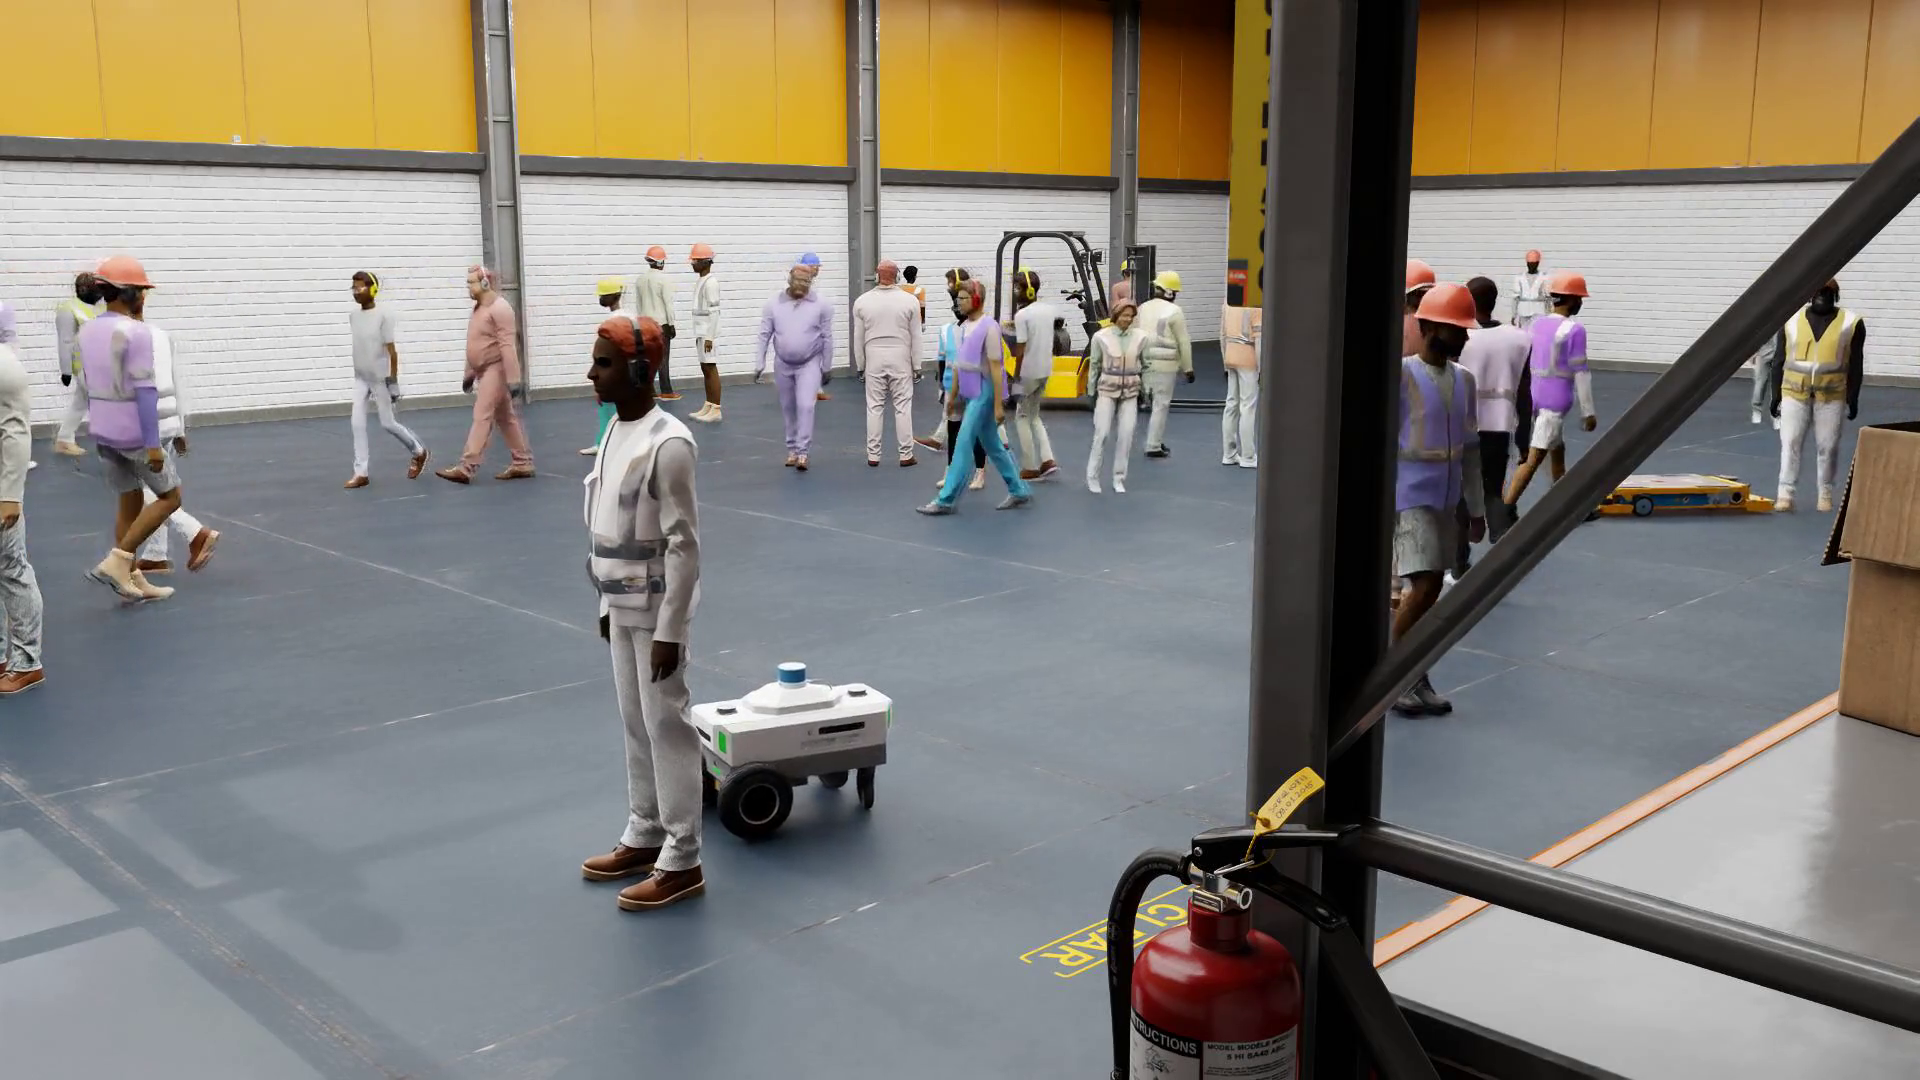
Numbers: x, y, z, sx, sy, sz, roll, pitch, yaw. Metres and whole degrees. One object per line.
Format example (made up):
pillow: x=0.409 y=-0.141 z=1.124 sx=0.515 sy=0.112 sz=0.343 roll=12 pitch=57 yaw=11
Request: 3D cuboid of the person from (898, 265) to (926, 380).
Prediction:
person: x=-0.741 y=-3.209 z=24.607 sx=0.532 sy=1.690 sz=0.322 roll=5 pitch=11 yaw=24

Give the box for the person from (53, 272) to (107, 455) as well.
person: x=-8.366 y=-1.672 z=15.988 sx=0.985 sy=1.795 sz=0.625 roll=1 pitch=10 yaw=5

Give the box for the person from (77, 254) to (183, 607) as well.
person: x=-4.748 y=-0.608 z=9.492 sx=0.638 sy=2.025 sz=0.480 roll=7 pitch=12 yaw=32

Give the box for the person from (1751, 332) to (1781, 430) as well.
person: x=9.096 y=-2.114 z=18.598 sx=0.498 sy=1.705 sz=0.886 roll=3 pitch=11 yaw=16

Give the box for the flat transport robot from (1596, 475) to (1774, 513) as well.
flat transport robot: x=5.487 y=-0.365 z=12.963 sx=1.431 sy=0.197 sz=0.652 roll=-1 pitch=10 yaw=-5

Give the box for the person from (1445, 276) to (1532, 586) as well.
person: x=3.134 y=-0.624 z=9.957 sx=0.629 sy=1.891 sz=0.572 roll=0 pitch=10 yaw=-1

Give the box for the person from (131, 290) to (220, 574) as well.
person: x=-4.972 y=-0.676 z=10.309 sx=0.633 sy=1.866 sz=0.593 roll=1 pitch=10 yaw=7

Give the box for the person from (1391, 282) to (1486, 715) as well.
person: x=2.093 y=-0.165 z=7.345 sx=0.581 sy=1.925 sz=0.436 roll=-7 pitch=12 yaw=-32

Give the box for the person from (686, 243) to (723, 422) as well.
person: x=-2.925 y=-2.369 z=19.057 sx=0.371 sy=2.044 sz=0.608 roll=-4 pitch=11 yaw=-21

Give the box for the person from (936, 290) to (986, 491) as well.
person: x=0.044 y=-1.259 z=13.945 sx=0.536 sy=1.696 sz=0.322 roll=6 pitch=12 yaw=29

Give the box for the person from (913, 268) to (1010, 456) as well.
person: x=0.029 y=-1.713 z=16.111 sx=0.992 sy=1.804 sz=0.549 roll=1 pitch=10 yaw=5

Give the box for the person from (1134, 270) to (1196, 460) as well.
person: x=1.976 y=-1.657 z=15.853 sx=0.596 sy=1.799 sz=0.585 roll=-7 pitch=12 yaw=-33

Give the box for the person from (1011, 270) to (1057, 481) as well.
person: x=0.632 y=-1.408 z=14.364 sx=0.443 sy=1.834 sz=0.575 roll=9 pitch=14 yaw=42

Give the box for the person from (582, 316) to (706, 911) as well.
person: x=-1.013 y=0.232 z=5.310 sx=0.355 sy=1.883 sz=0.572 roll=-6 pitch=12 yaw=-31

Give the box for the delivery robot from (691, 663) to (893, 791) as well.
delivery robot: x=-0.613 y=0.697 z=6.143 sx=0.707 sy=0.478 sz=0.477 roll=-6 pitch=12 yaw=-27

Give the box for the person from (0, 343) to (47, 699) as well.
person: x=-4.538 y=-0.232 z=7.705 sx=0.627 sy=1.934 sz=0.370 roll=6 pitch=12 yaw=29

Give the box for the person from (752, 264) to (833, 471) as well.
person: x=-1.520 y=-1.555 z=15.090 sx=0.682 sy=1.859 sz=0.906 roll=1 pitch=10 yaw=5

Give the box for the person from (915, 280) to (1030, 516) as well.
person: x=0.136 y=-1.088 z=12.760 sx=0.969 sy=1.801 sz=0.588 roll=-4 pitch=11 yaw=-19

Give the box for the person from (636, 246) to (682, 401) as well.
person: x=-3.916 y=-2.801 z=21.541 sx=0.609 sy=1.996 sz=0.383 roll=7 pitch=13 yaw=34

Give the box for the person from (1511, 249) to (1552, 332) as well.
person: x=8.564 y=-3.398 z=25.001 sx=0.551 sy=1.913 sz=0.699 roll=6 pitch=12 yaw=31

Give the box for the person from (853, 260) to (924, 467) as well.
person: x=-0.651 y=-1.622 z=15.360 sx=0.648 sy=1.906 sz=0.409 roll=1 pitch=10 yaw=5

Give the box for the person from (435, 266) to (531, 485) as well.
person: x=-4.143 y=-1.407 z=14.295 sx=0.955 sy=1.862 sz=0.684 roll=-7 pitch=12 yaw=-33

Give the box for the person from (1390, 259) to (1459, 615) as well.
person: x=2.529 y=-0.574 z=9.402 sx=0.612 sy=1.995 sz=0.378 roll=-5 pitch=12 yaw=-27

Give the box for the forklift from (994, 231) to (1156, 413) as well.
forklift: x=1.222 y=-2.721 z=20.561 sx=2.313 sy=2.155 sz=1.214 roll=2 pitch=11 yaw=13

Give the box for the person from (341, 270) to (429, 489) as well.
person: x=-4.971 y=-1.385 z=14.250 sx=0.521 sy=1.847 sz=0.841 roll=5 pitch=12 yaw=26

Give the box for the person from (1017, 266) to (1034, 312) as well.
person: x=0.862 y=-2.720 z=21.852 sx=0.903 sy=1.713 sz=0.541 roll=-4 pitch=11 yaw=-19

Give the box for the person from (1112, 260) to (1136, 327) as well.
person: x=2.483 y=-3.258 z=24.662 sx=0.524 sy=1.769 sz=0.309 roll=-3 pitch=11 yaw=-17

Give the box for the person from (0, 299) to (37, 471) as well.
person: x=-8.557 y=-1.507 z=14.725 sx=0.610 sy=1.900 sz=0.786 roll=-1 pitch=10 yaw=-5

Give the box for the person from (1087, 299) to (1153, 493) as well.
person: x=1.326 y=-1.186 z=13.812 sx=0.540 sy=1.625 sz=0.358 roll=-2 pitch=11 yaw=-11

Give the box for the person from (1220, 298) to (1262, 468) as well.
person: x=2.629 y=-1.623 z=15.305 sx=0.380 sy=1.928 sz=0.586 roll=-5 pitch=12 yaw=-26

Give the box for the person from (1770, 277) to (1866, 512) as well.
person: x=6.584 y=-1.121 z=12.824 sx=0.628 sy=1.848 sz=0.429 roll=6 pitch=12 yaw=31

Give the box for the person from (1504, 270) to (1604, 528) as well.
person: x=4.293 y=-0.994 z=12.011 sx=1.002 sy=1.881 sz=0.562 roll=-3 pitch=11 yaw=-16

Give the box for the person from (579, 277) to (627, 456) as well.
person: x=-3.359 y=-1.626 z=15.827 sx=0.763 sy=1.730 sz=0.536 roll=-2 pitch=11 yaw=-11

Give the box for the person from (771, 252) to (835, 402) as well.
person: x=-2.013 y=-2.696 z=21.180 sx=0.770 sy=1.922 sz=0.620 roll=-3 pitch=11 yaw=-16
